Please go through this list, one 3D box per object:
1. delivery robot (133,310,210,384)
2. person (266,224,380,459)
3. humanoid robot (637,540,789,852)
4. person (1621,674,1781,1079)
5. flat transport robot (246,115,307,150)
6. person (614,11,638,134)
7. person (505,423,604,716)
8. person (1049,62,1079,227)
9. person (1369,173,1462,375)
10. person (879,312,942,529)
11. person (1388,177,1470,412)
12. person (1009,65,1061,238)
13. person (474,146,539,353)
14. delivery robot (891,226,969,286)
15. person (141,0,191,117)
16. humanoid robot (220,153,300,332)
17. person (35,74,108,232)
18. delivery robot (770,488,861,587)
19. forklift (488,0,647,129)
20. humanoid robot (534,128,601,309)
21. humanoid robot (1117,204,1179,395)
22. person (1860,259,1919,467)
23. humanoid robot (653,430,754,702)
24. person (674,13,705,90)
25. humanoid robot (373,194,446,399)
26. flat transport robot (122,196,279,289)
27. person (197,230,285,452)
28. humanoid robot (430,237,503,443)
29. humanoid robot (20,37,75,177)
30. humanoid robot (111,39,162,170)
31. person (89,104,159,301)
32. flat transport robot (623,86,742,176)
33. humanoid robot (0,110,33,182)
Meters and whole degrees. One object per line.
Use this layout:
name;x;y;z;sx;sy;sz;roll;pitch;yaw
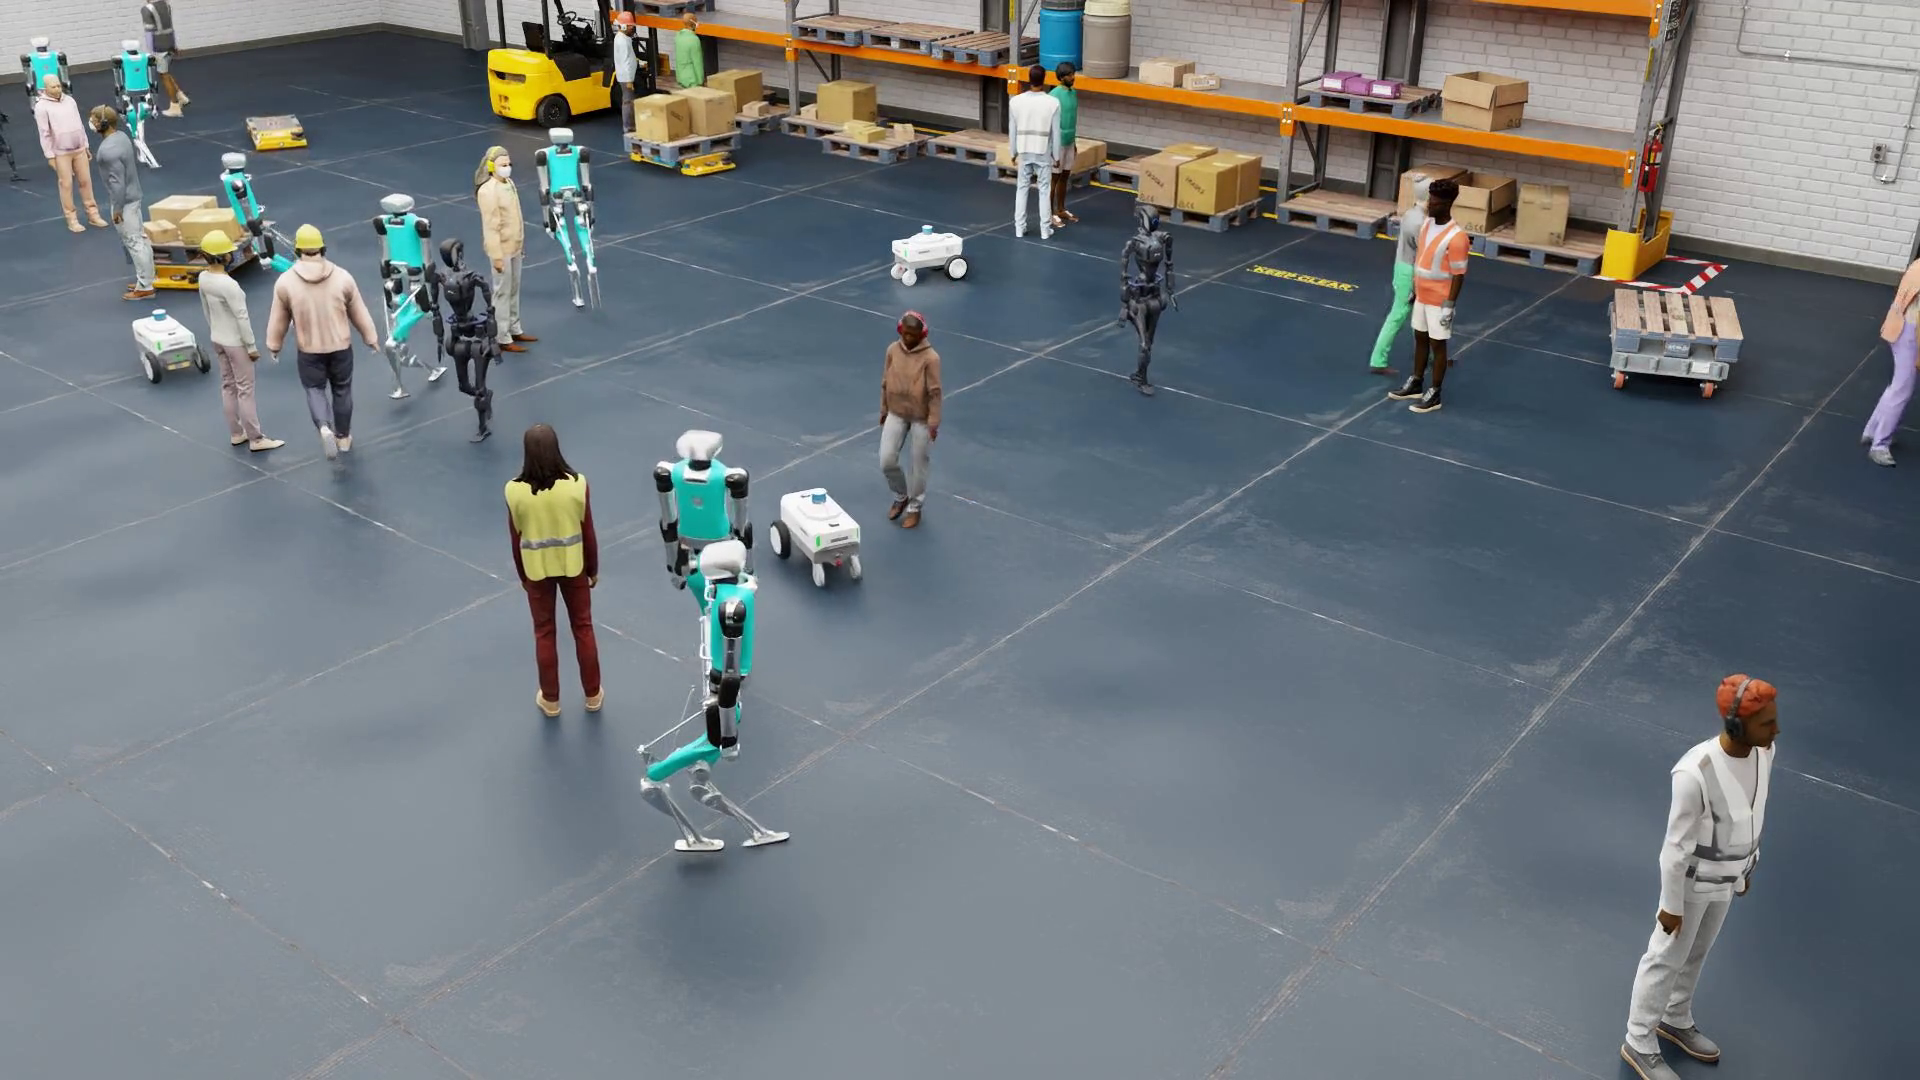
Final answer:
delivery robot;-7.103;-1.760;14.877;0.499;0.586;0.783;-21;33;-36
person;-4.927;-1.506;12.878;0.817;1.840;0.657;-10;28;-20
humanoid robot;-1.288;0.856;8.129;0.832;1.793;0.542;-2;26;-5
person;3.060;1.396;6.824;0.573;1.884;0.356;-18;31;-32
flat transport robot;-9.679;-5.773;23.525;0.659;0.231;1.431;-12;28;-23
person;-4.671;-6.545;23.431;0.352;1.742;0.572;-6;26;-12
person;-2.291;0.186;9.467;0.469;1.763;0.361;-7;27;-14
person;1.174;-4.587;19.253;0.397;1.851;0.493;17;31;32
person;4.085;-2.298;14.557;0.883;1.802;0.526;4;26;8
person;-0.349;-0.845;11.735;0.491;1.636;0.393;10;28;20
person;3.938;-2.036;13.842;0.374;1.962;0.605;-7;27;-14
person;0.836;-4.350;18.699;0.590;1.909;0.383;7;27;15
person;-4.184;-2.671;15.260;0.392;1.874;0.555;4;26;9
delivery robot;-0.323;-2.989;17.449;0.813;0.609;0.499;-13;29;-25
person;-11.893;-7.311;24.679;0.436;2.031;0.616;3;26;5
humanoid robot;-6.423;-2.760;15.621;0.726;1.805;0.551;-14;29;-27
person;-10.222;-4.432;19.020;0.410;1.775;0.537;14;29;27
delivery robot;-0.959;-0.073;11.372;0.499;0.577;0.769;-12;28;-24
forklift;-5.874;-7.334;24.552;1.214;2.155;2.313;19;32;34
humanoid robot;-3.765;-3.026;16.266;0.538;1.894;0.729;-12;28;-24
humanoid robot;1.620;-2.075;14.257;0.609;1.641;0.510;-16;30;-29
person;7.377;-1.511;12.934;0.402;1.800;0.771;11;28;22
humanoid robot;-1.406;0.083;9.747;0.559;1.767;0.862;3;26;6
person;-3.723;-6.379;23.050;0.384;1.780;0.548;-22;33;-38
humanoid robot;-4.762;-1.987;14.054;0.540;1.763;1.057;9;27;18
flat transport robot;-8.019;-2.958;17.697;0.659;0.231;1.431;2;26;4
person;-5.704;-1.561;13.081;0.523;1.769;0.312;18;31;33
humanoid robot;-3.913;-1.655;13.400;0.589;1.640;0.622;6;26;12
humanoid robot;-11.779;-5.621;21.559;0.555;1.784;0.879;-17;30;-31
humanoid robot;-10.778;-5.676;21.679;0.550;1.717;1.021;-22;34;-38
person;-8.372;-3.374;16.640;0.373;1.940;0.629;-7;27;-14
flat transport robot;-3.681;-5.083;22.098;1.431;0.231;0.659;23;34;39
humanoid robot;-12.288;-5.398;21.166;0.604;1.657;0.610;-8;27;-15
